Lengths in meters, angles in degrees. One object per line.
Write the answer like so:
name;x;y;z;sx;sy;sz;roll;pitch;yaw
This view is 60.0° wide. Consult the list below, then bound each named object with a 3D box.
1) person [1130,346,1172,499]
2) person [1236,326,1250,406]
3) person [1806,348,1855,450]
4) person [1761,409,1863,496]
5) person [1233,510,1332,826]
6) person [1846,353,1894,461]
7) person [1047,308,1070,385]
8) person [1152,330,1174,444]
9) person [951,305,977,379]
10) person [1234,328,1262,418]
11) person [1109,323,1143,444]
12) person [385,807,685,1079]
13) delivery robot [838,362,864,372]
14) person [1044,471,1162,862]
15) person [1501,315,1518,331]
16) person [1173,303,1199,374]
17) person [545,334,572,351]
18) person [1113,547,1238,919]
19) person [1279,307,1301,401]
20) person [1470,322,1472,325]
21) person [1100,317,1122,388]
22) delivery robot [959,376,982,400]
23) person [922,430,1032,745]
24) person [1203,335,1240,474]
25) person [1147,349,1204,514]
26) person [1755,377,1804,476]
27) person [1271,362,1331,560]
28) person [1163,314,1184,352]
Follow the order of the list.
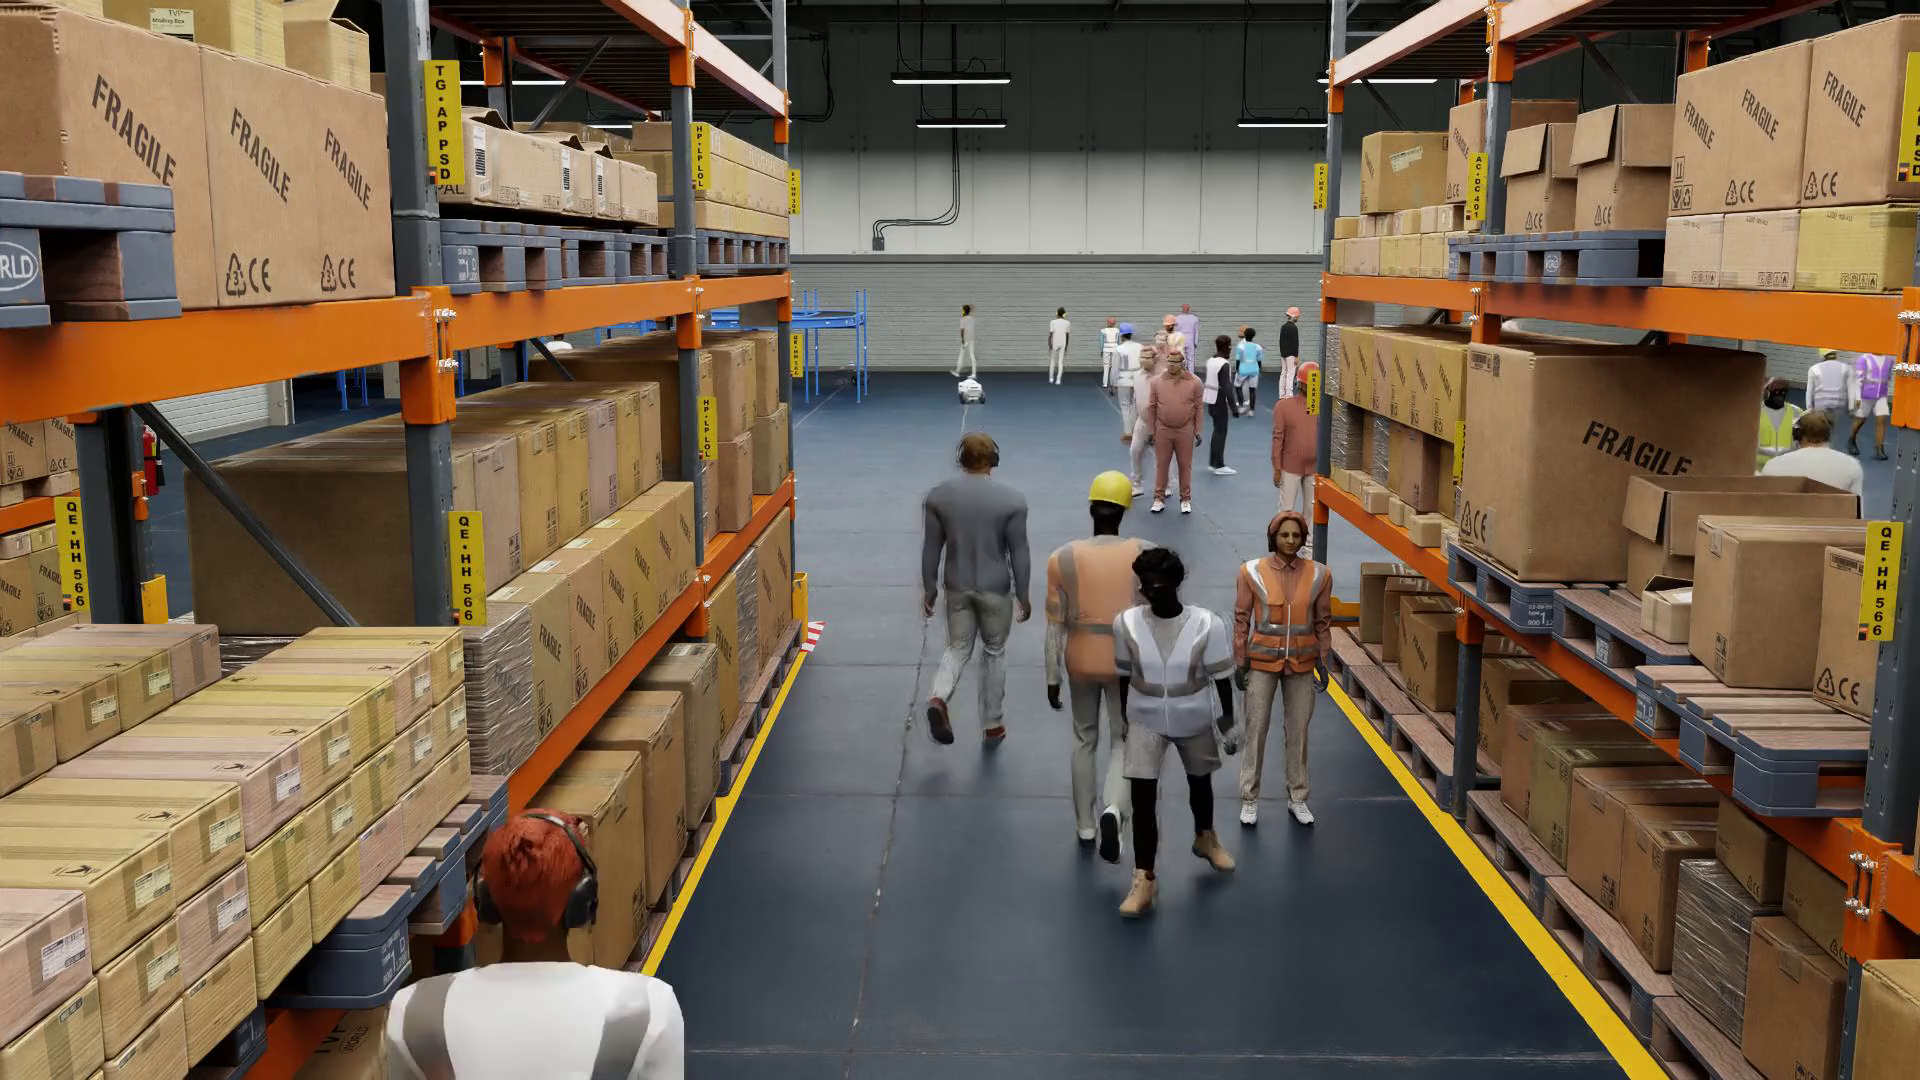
person;2.320;-1.433;20.430;0.675;1.879;0.773;8;13;41
person;5.780;-3.549;33.850;0.319;1.622;0.509;4;10;24
person;12.420;-1.933;23.732;0.607;1.788;0.884;3;10;16
person;5.763;0.046;11.470;0.661;1.901;0.929;1;10;5
person;1.662;0.656;8.605;0.514;1.645;0.308;0;9;-2
person;13.617;-2.181;24.834;0.550;1.902;0.953;0;9;2
person;2.350;-4.643;39.839;0.547;1.811;0.936;-1;9;-3
person;3.262;-2.460;26.767;0.648;1.824;1.079;4;10;25
person;0.140;-4.994;41.901;0.505;1.819;0.972;-6;11;-34
person;5.405;-3.156;31.326;0.547;1.675;0.572;-2;10;-10
person;2.660;-2.533;26.838;0.640;1.928;0.563;-6;11;-34
person;-0.806;1.450;3.201;0.579;1.868;0.621;-1;9;-4
delivery robot;-2.564;-4.124;39.551;0.698;0.223;0.335;4;10;24
person;0.698;0.616;8.092;0.588;1.896;0.712;1;10;8
person;12.651;-4.406;38.496;0.646;1.793;0.975;-8;12;-39
person;5.510;-4.838;40.726;0.641;1.908;0.407;-1;10;-5
person;-6.588;-2.628;27.392;0.542;1.939;0.364;2;10;14
person;0.988;0.819;7.636;0.576;1.641;0.851;2;10;12
person;6.815;-3.805;34.279;0.400;1.989;0.623;-3;10;-17
person;10.212;-3.492;33.085;0.308;1.769;0.525;-9;13;-43
person;3.514;-4.368;38.715;0.514;1.639;0.309;1;9;3
delivery robot;0.207;-3.154;34.527;0.477;0.478;0.707;-2;10;-14
person;0.071;0.308;9.887;0.659;1.914;0.672;3;10;18
person;3.591;-1.862;22.900;0.458;1.914;0.608;-1;10;-9
person;2.494;-1.265;19.328;0.652;1.904;0.404;2;10;12
person;7.902;-0.699;16.249;0.624;1.814;0.840;2;10;11
person;3.202;-0.671;15.526;0.608;1.987;0.394;-2;10;-11
person;4.031;-3.371;31.923;0.540;1.916;0.499;4;10;21
